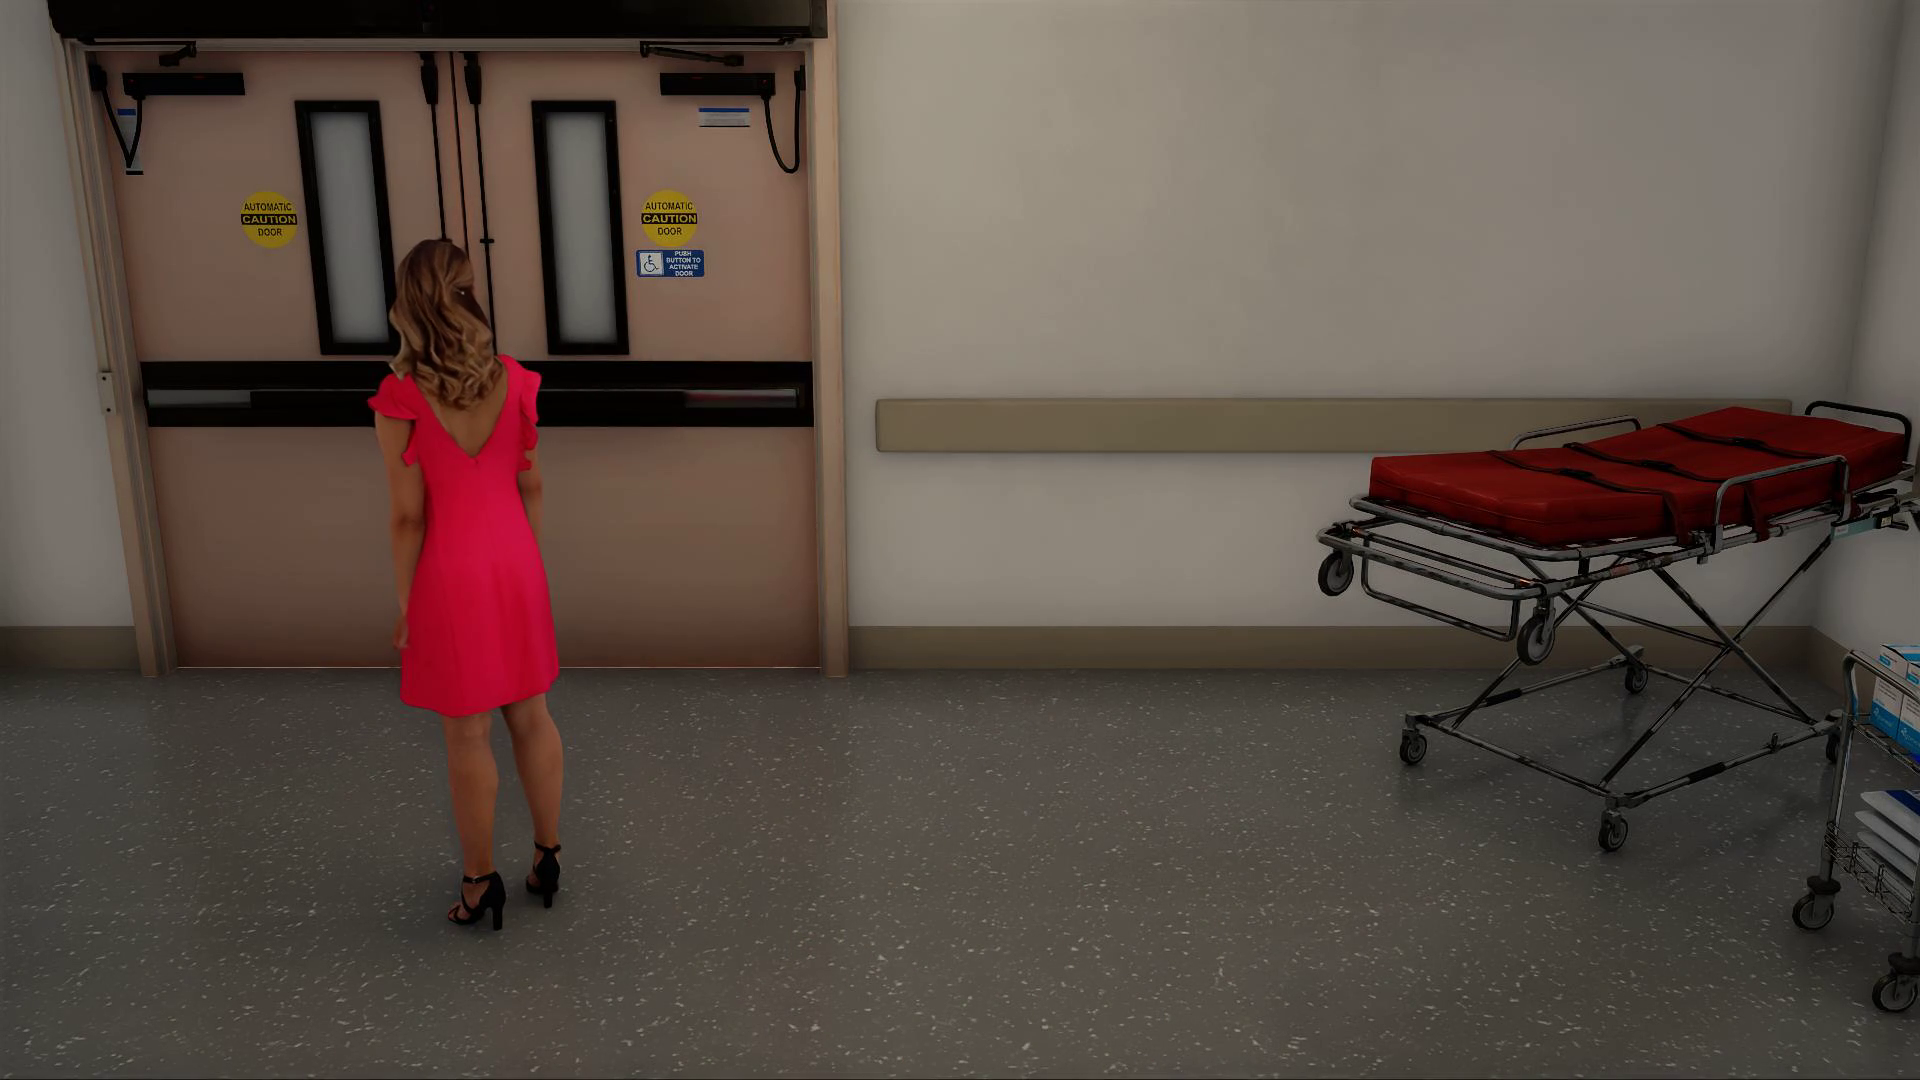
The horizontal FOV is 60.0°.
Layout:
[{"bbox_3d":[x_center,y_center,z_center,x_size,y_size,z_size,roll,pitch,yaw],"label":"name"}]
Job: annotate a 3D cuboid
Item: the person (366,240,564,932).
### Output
[{"bbox_3d":[-1.187,0.124,4.094,0.666,1.727,0.713,-13,20,-38],"label":"person"}]
